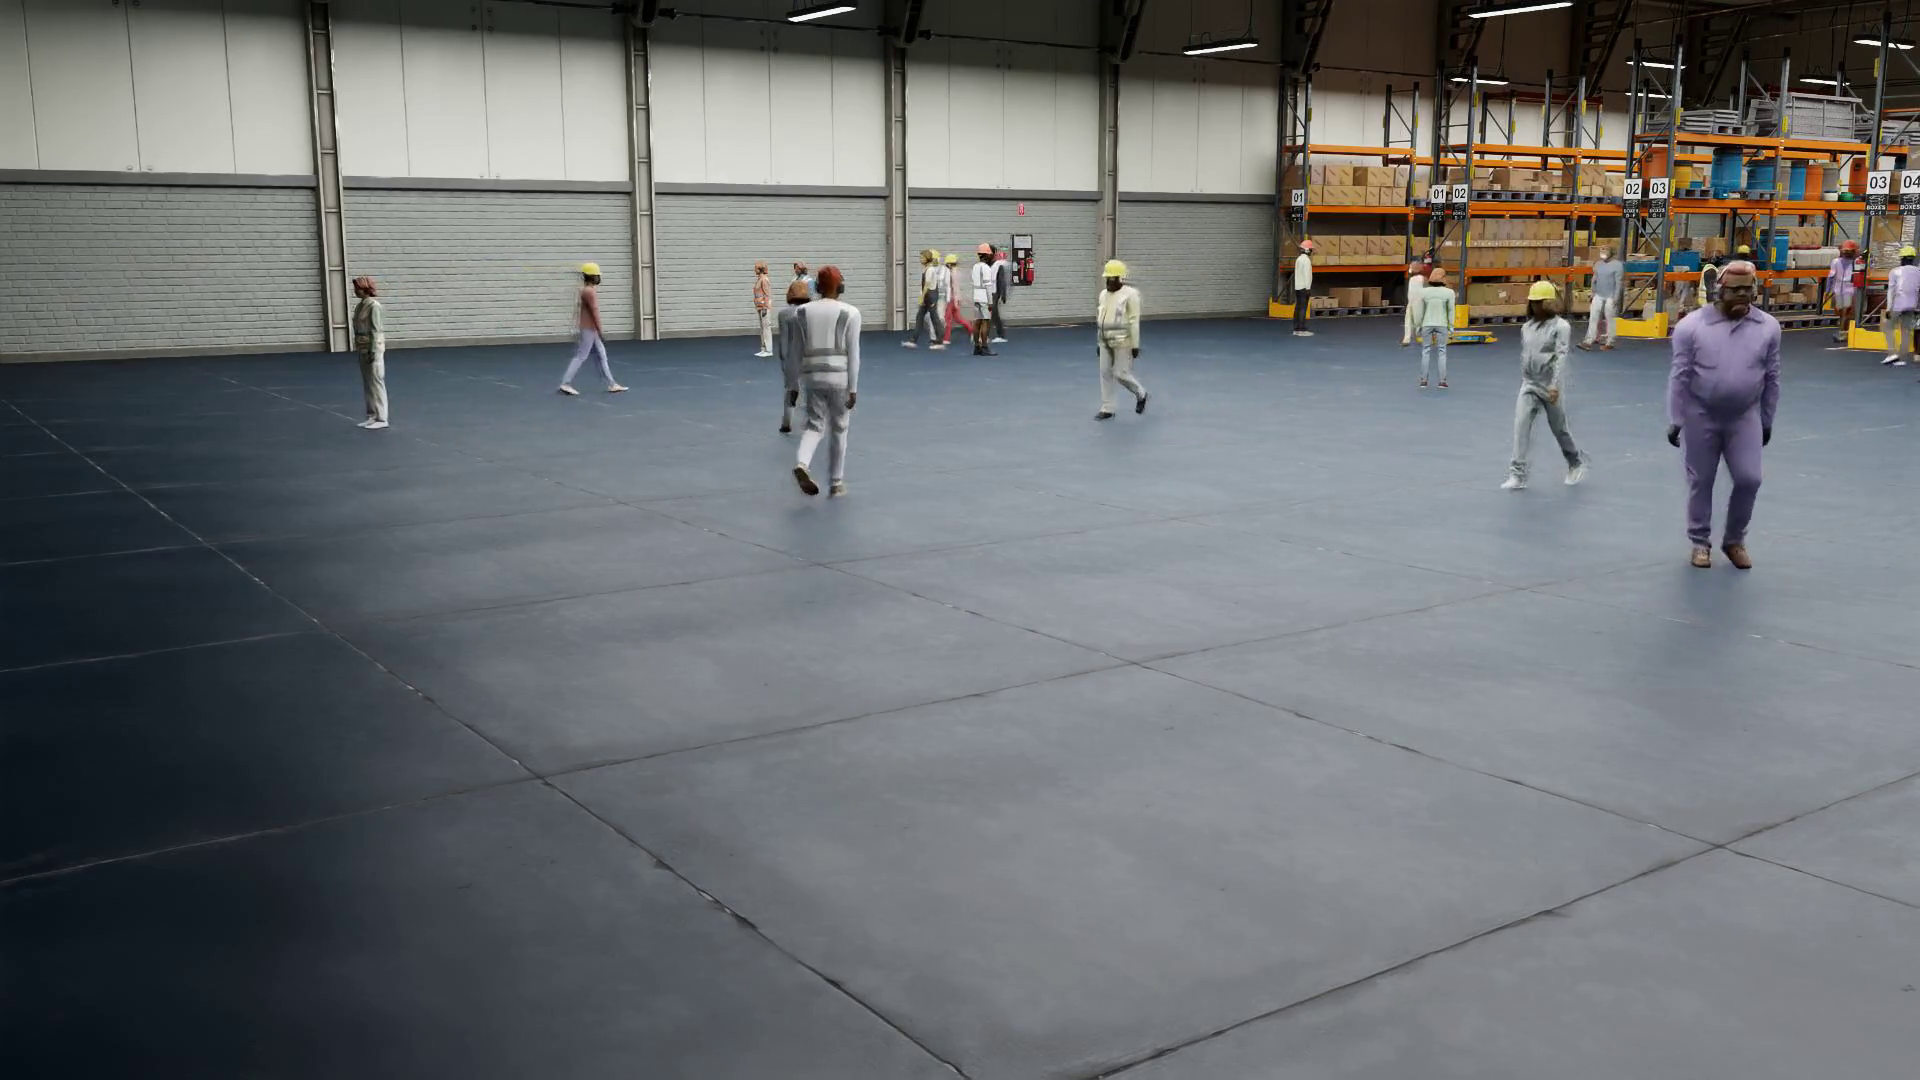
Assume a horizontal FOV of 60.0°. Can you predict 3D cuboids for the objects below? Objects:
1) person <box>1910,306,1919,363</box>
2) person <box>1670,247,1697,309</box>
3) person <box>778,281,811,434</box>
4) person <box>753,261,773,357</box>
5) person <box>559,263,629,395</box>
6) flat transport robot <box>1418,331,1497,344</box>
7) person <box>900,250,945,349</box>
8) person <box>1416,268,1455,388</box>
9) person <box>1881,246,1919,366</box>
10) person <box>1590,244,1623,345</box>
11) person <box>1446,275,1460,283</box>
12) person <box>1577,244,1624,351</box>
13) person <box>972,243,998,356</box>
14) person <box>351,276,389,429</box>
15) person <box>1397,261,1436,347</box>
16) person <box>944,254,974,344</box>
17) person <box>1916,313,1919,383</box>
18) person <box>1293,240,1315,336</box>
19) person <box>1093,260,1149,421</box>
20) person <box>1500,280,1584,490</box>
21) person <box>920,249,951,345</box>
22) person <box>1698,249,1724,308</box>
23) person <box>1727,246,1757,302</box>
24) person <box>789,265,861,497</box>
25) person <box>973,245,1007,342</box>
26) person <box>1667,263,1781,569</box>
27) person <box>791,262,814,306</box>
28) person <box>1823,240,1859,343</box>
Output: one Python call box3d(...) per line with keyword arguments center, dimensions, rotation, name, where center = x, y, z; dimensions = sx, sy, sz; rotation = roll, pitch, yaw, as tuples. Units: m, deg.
box3d(center=(15.871, -3.742, 27.339), dimensions=(0.879, 1.639, 0.548), rotation=(-9, 14, -42), name="person")
box3d(center=(16.311, -5.685, 37.523), dimensions=(0.956, 1.832, 0.541), rotation=(-9, 13, -39), name="person")
box3d(center=(-1.644, -1.859, 17.164), dimensions=(0.520, 1.605, 0.763), rotation=(-3, 11, -18), name="person")
box3d(center=(-3.388, -3.969, 28.615), dimensions=(0.313, 1.639, 0.517), rotation=(-3, 11, -16), name="person")
box3d(center=(-4.867, -2.766, 21.811), dimensions=(0.919, 1.720, 0.542), rotation=(-4, 11, -20), name="person")
box3d(center=(9.626, -3.929, 32.153), dimensions=(1.431, 0.197, 0.652), rotation=(-5, 12, -28), name="flat transport robot")
box3d(center=(-0.687, -4.372, 30.363), dimensions=(0.903, 1.804, 0.511), rotation=(-2, 11, -12), name="person")
box3d(center=(6.502, -2.898, 22.759), dimensions=(0.506, 1.632, 0.268), rotation=(4, 11, 20), name="person")
box3d(center=(15.030, -3.725, 26.529), dimensions=(0.603, 1.912, 0.430), rotation=(0, 10, -1), name="person")
box3d(center=(12.263, -4.659, 31.667), dimensions=(0.407, 1.910, 0.638), rotation=(-6, 12, -32), name="person")
box3d(center=(12.054, -6.299, 40.628), dimensions=(0.808, 1.917, 0.549), rotation=(-9, 14, -41), name="person")
box3d(center=(11.527, -4.341, 29.913), dimensions=(0.900, 1.906, 0.655), rotation=(-7, 12, -33), name="person")
box3d(center=(0.418, -4.164, 28.862), dimensions=(0.351, 1.941, 0.545), rotation=(-6, 12, -28), name="person")
box3d(center=(-6.362, -2.015, 17.930), dimensions=(0.313, 1.633, 0.507), rotation=(-9, 14, -40), name="person")
box3d(center=(8.574, -4.421, 31.157), dimensions=(0.659, 1.613, 0.507), rotation=(-2, 11, -11), name="person")
box3d(center=(-0.061, -4.615, 31.866), dimensions=(0.737, 1.739, 0.525), rotation=(0, 10, 2), name="person")
box3d(center=(13.722, -3.114, 23.315), dimensions=(0.530, 1.864, 0.313), rotation=(6, 12, 28), name="person")
box3d(center=(7.188, -5.257, 34.710), dimensions=(0.400, 1.989, 0.623), rotation=(-2, 10, -10), name="person")
box3d(center=(1.806, -2.244, 18.706), dimensions=(0.624, 1.806, 0.592), rotation=(-8, 13, -37), name="person")
box3d(center=(4.832, -1.278, 13.682), dimensions=(0.852, 1.710, 0.498), rotation=(-7, 13, -34), name="person")
box3d(center=(-0.462, -4.619, 31.685), dimensions=(0.618, 1.817, 0.500), rotation=(3, 11, 17), name="person")
box3d(center=(12.868, -4.046, 28.483), dimensions=(0.429, 1.841, 0.634), rotation=(4, 11, 23), name="person")
box3d(center=(16.112, -5.129, 34.328), dimensions=(0.986, 1.873, 0.605), rotation=(-8, 13, -37), name="person")
box3d(center=(-1.089, -1.217, 12.983), dimensions=(0.585, 1.854, 0.717), rotation=(3, 11, 15), name="person")
box3d(center=(0.544, -4.766, 32.330), dimensions=(0.946, 1.881, 0.604), rotation=(-7, 12, -33), name="person")
box3d(center=(4.710, -0.751, 10.279), dimensions=(0.660, 1.888, 0.493), rotation=(3, 11, 14), name="person")
box3d(center=(-2.686, -3.897, 28.224), dimensions=(0.524, 1.639, 0.306), rotation=(10, 14, 42), name="person")
box3d(center=(17.254, -4.839, 32.456), dimensions=(1.064, 1.988, 0.615), rotation=(-8, 13, -39), name="person")
